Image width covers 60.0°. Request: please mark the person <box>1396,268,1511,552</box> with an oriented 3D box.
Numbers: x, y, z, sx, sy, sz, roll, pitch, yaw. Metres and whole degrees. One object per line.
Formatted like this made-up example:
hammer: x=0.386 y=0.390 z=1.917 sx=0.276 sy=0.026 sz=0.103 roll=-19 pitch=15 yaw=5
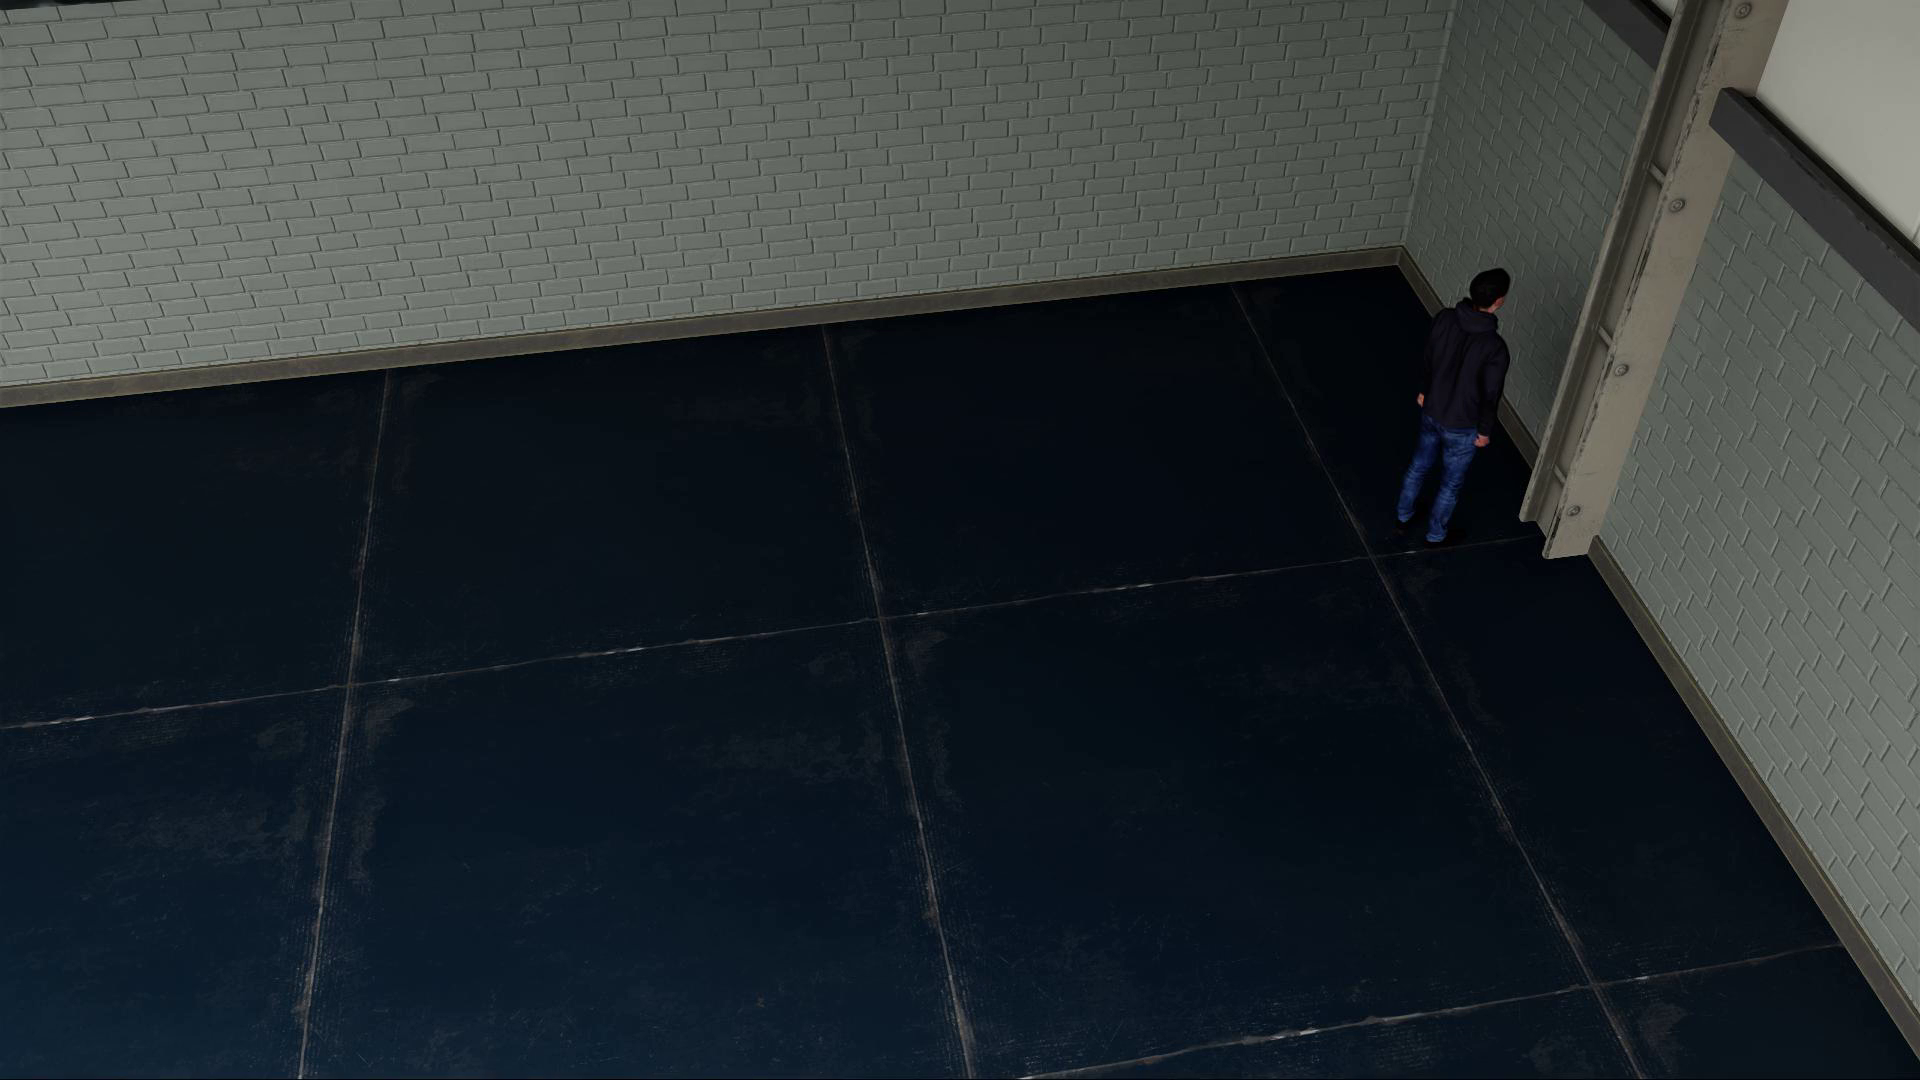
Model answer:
person: x=2.831 y=-0.738 z=9.570 sx=0.820 sy=1.892 sz=0.675 roll=-27 pitch=49 yaw=-26
